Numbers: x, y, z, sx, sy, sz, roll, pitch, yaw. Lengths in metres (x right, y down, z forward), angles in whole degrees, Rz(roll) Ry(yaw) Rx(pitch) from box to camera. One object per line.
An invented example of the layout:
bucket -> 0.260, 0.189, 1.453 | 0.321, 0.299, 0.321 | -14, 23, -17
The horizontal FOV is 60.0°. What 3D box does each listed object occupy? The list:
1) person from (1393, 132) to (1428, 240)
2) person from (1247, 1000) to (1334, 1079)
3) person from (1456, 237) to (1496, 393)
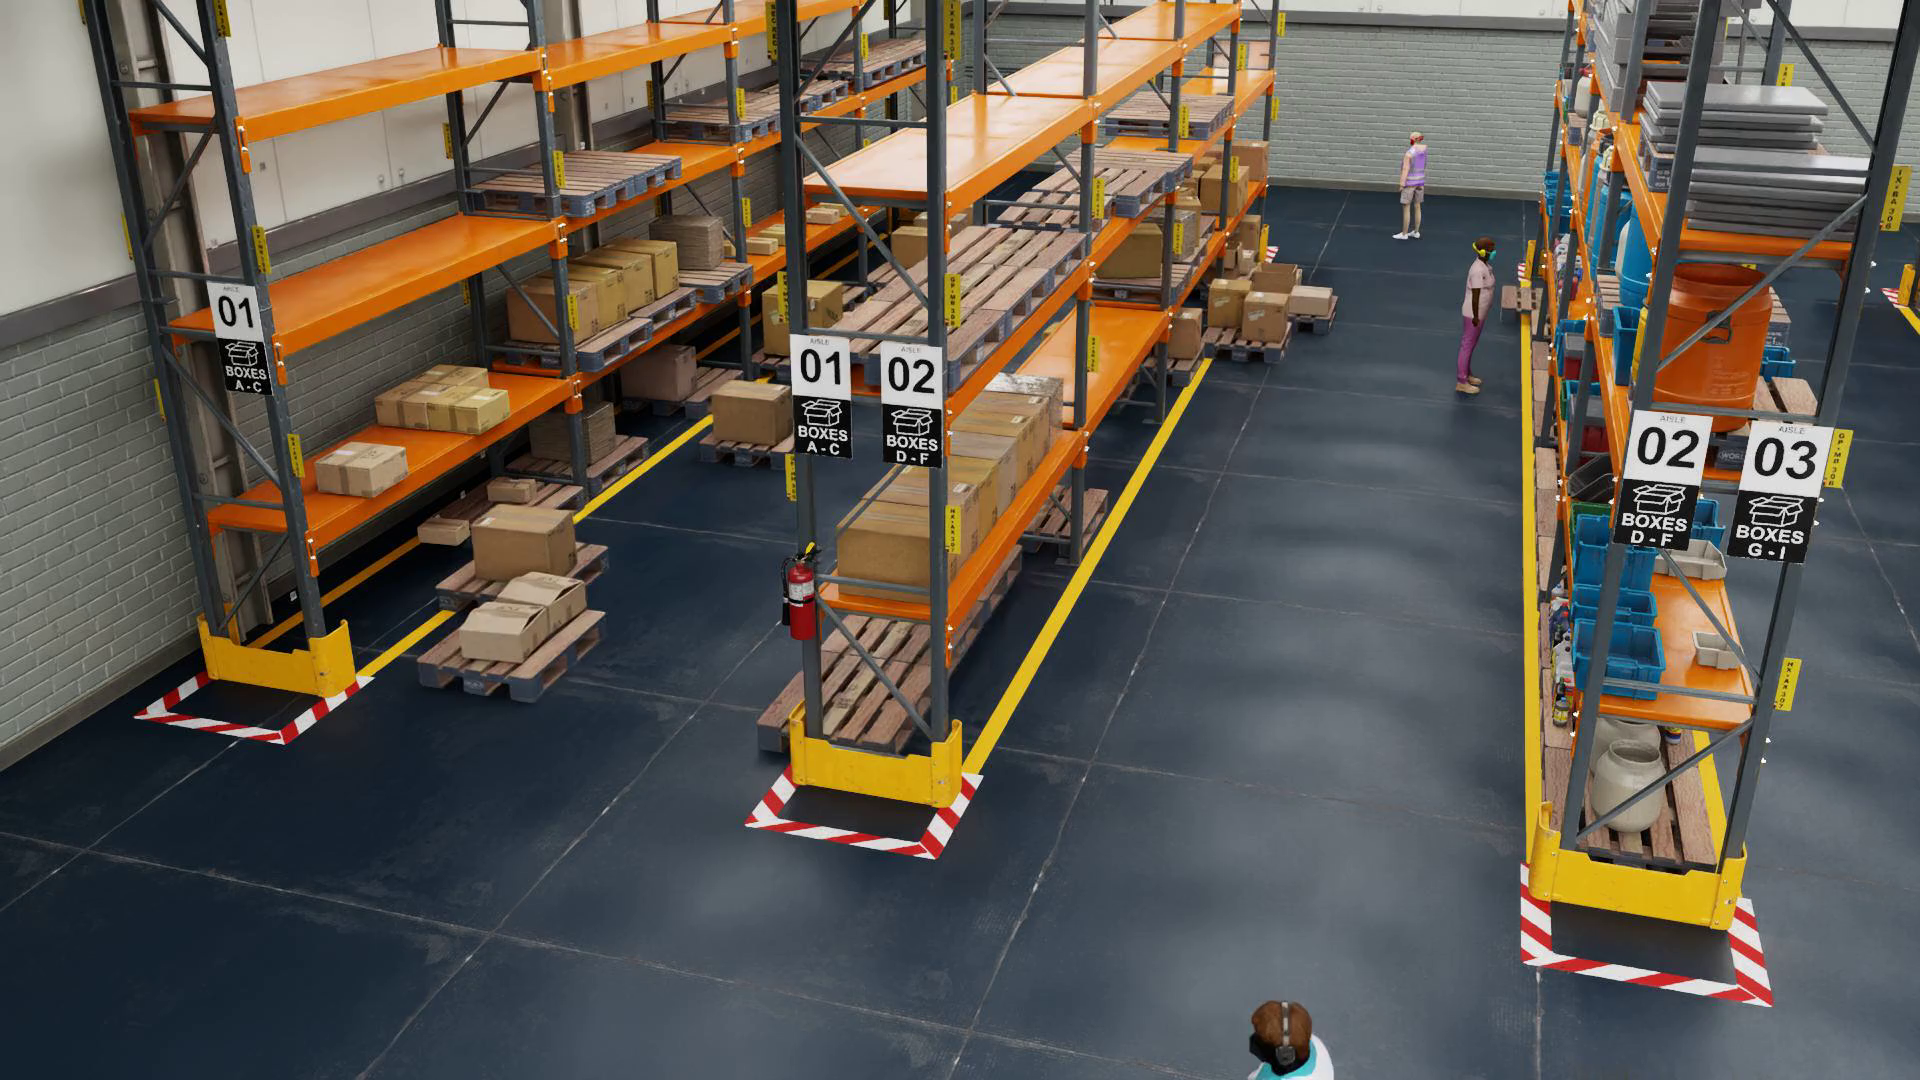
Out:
person -> 7.185, -5.622, 26.420 | 0.488, 1.688, 0.350 | -14, 27, -29
person -> 1.334, 2.688, 6.979 | 0.442, 1.832, 0.640 | 7, 24, 16
person -> 6.004, -2.624, 19.322 | 0.328, 1.800, 0.537 | 9, 25, 20
